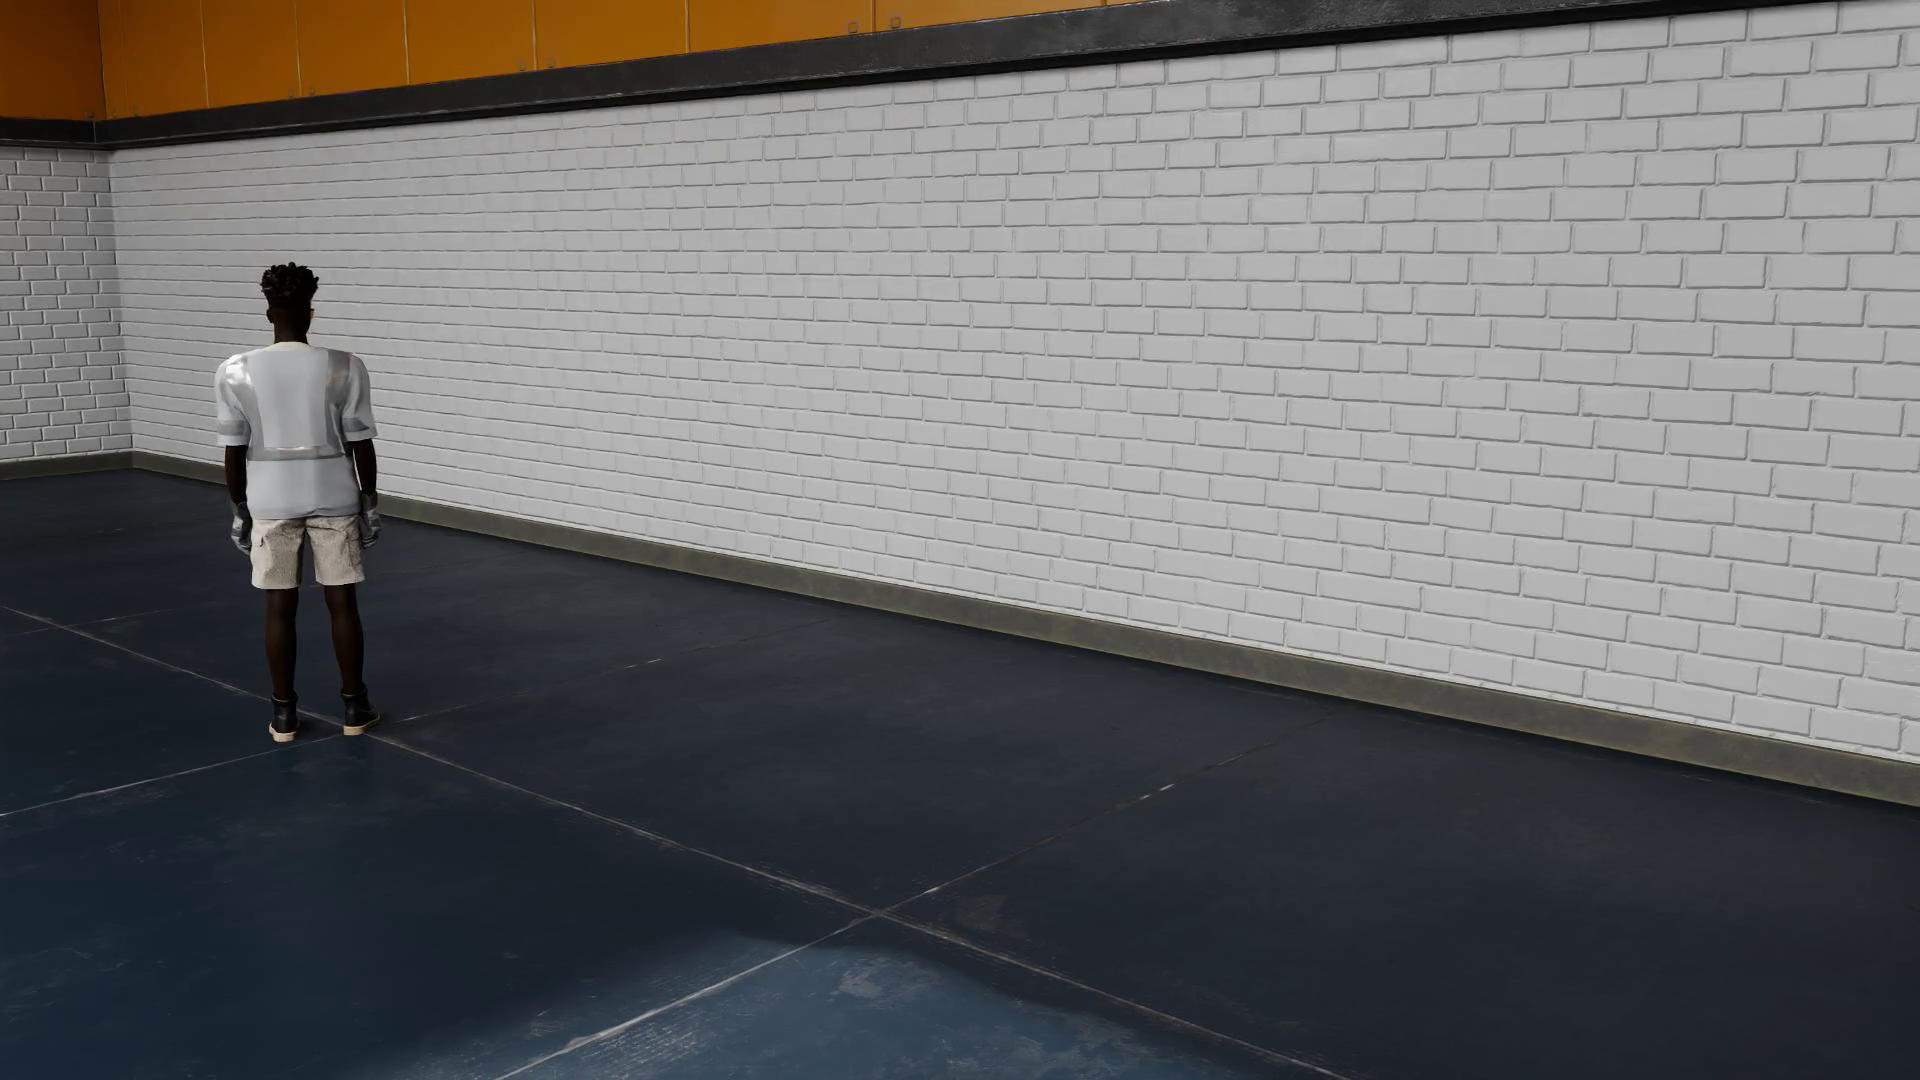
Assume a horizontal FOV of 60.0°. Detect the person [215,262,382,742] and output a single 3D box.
[{"bbox_3d":[-2.695,-0.148,6.837,0.606,1.966,0.367,-3,10,-17],"label":"person"}]
